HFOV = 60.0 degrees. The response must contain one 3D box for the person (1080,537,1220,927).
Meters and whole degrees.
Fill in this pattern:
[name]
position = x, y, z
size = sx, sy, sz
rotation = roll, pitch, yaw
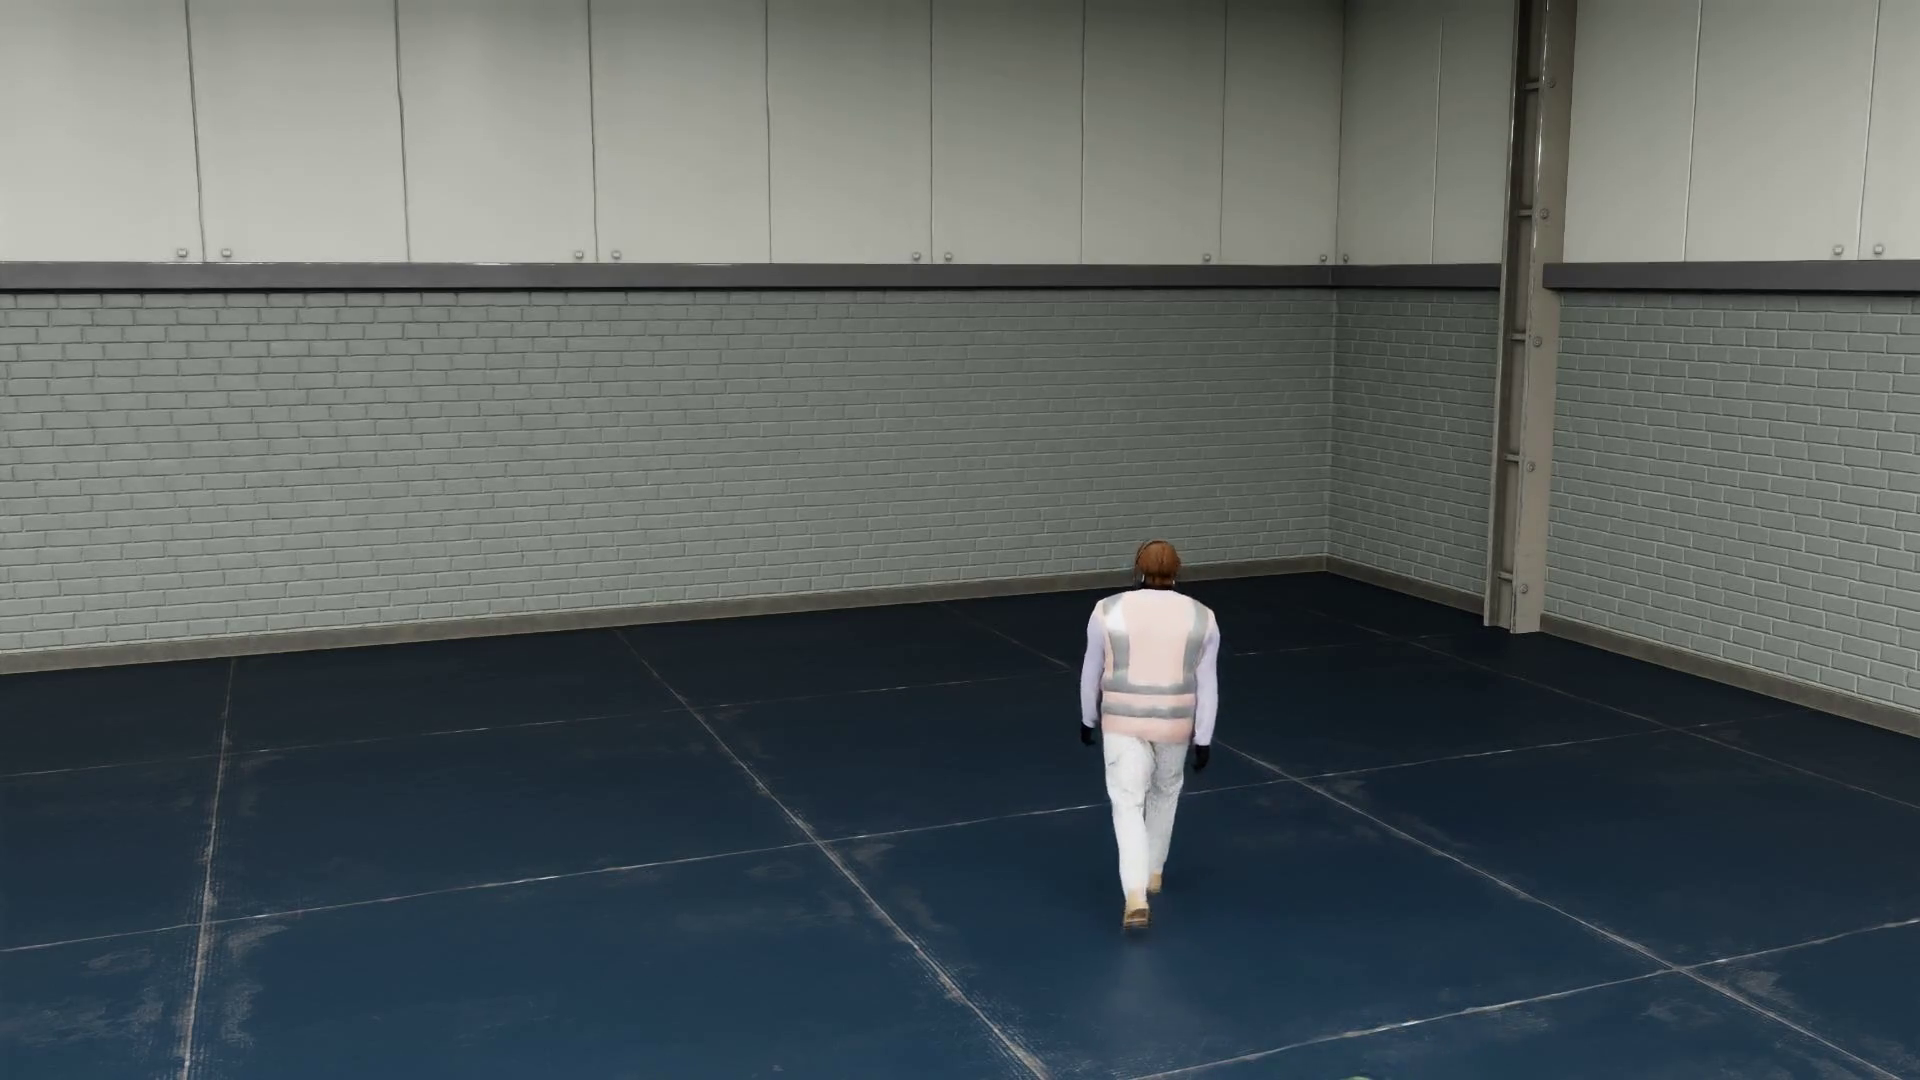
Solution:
[person]
position = 0.900, 0.891, 7.882
size = 0.631, 1.811, 0.921
rotation = 0, 9, -2
